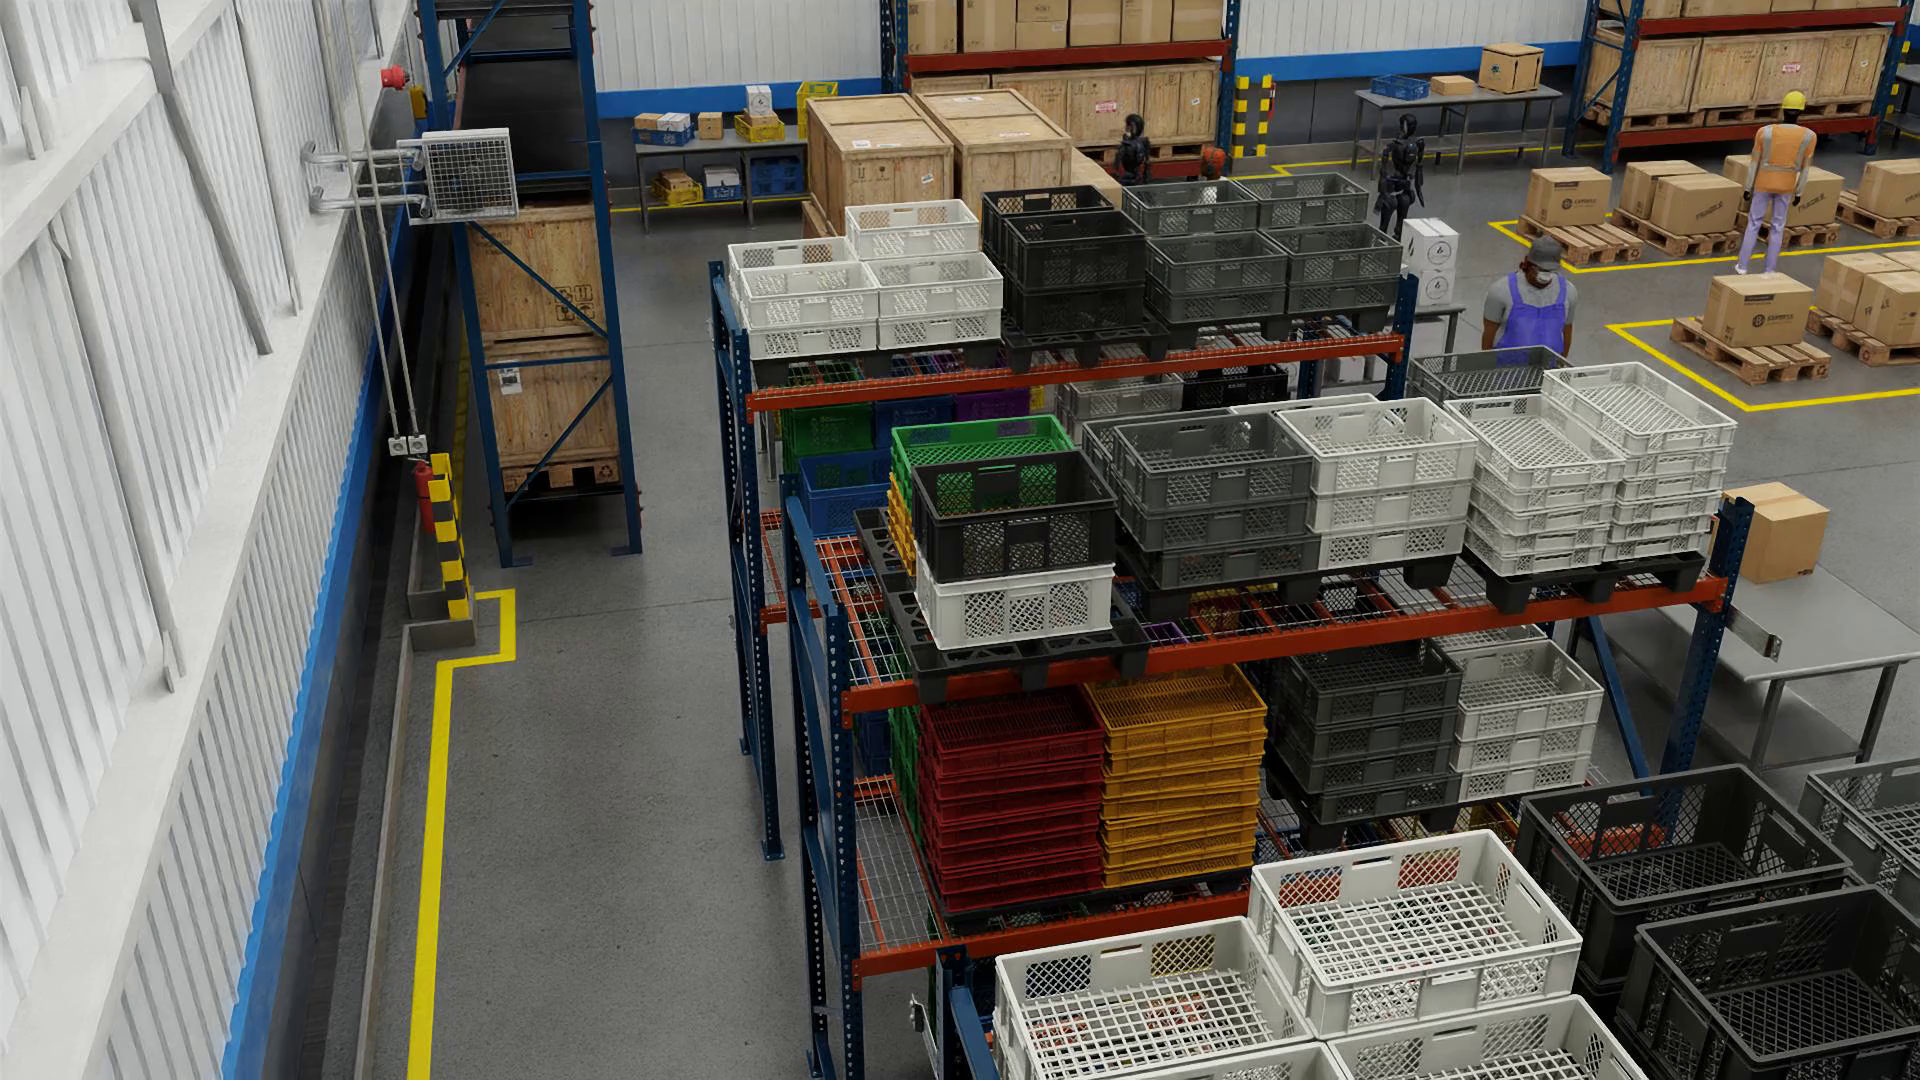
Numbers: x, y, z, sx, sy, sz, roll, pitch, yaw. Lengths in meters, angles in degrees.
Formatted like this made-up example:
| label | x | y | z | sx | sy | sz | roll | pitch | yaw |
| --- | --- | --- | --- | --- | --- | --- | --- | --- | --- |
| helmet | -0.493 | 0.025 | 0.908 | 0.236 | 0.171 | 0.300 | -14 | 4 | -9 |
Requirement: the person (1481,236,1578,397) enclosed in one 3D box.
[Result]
| label | x | y | z | sx | sy | sz | roll | pitch | yaw |
| --- | --- | --- | --- | --- | --- | --- | --- | --- | --- |
| person | 4.314 | -1.347 | 12.703 | 0.679 | 2.000 | 0.536 | 1 | 28 | 2 |

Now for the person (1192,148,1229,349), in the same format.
| label | x | y | z | sx | sy | sz | roll | pitch | yaw |
| --- | --- | --- | --- | --- | --- | --- | --- | --- | --- |
| person | 2.317 | -2.706 | 15.450 | 0.357 | 1.883 | 0.572 | 10 | 29 | 18 |

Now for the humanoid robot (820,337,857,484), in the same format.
| label | x | y | z | sx | sy | sz | roll | pitch | yaw |
| --- | --- | --- | --- | --- | --- | --- | --- | --- | --- |
| humanoid robot | -0.889 | -1.022 | 12.501 | 0.746 | 1.623 | 0.589 | -5 | 28 | -9 |

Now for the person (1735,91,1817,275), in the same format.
| label | x | y | z | sx | sy | sz | roll | pitch | yaw |
| --- | --- | --- | --- | --- | --- | --- | --- | --- | --- |
| person | 8.457 | -3.677 | 17.260 | 0.579 | 1.919 | 0.397 | 8 | 29 | 15 |

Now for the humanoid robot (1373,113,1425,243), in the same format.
| label | x | y | z | sx | sy | sz | roll | pitch | yaw |
| --- | --- | --- | --- | --- | --- | --- | --- | --- | --- |
| humanoid robot | 4.601 | -3.646 | 17.438 | 0.611 | 1.657 | 0.320 | -13 | 30 | -23 |

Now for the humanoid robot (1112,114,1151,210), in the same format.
| label | x | y | z | sx | sy | sz | roll | pitch | yaw |
| --- | --- | --- | --- | --- | --- | --- | --- | --- | --- |
| humanoid robot | 1.769 | -3.646 | 17.466 | 0.334 | 1.645 | 0.622 | 24 | 36 | 38 |
